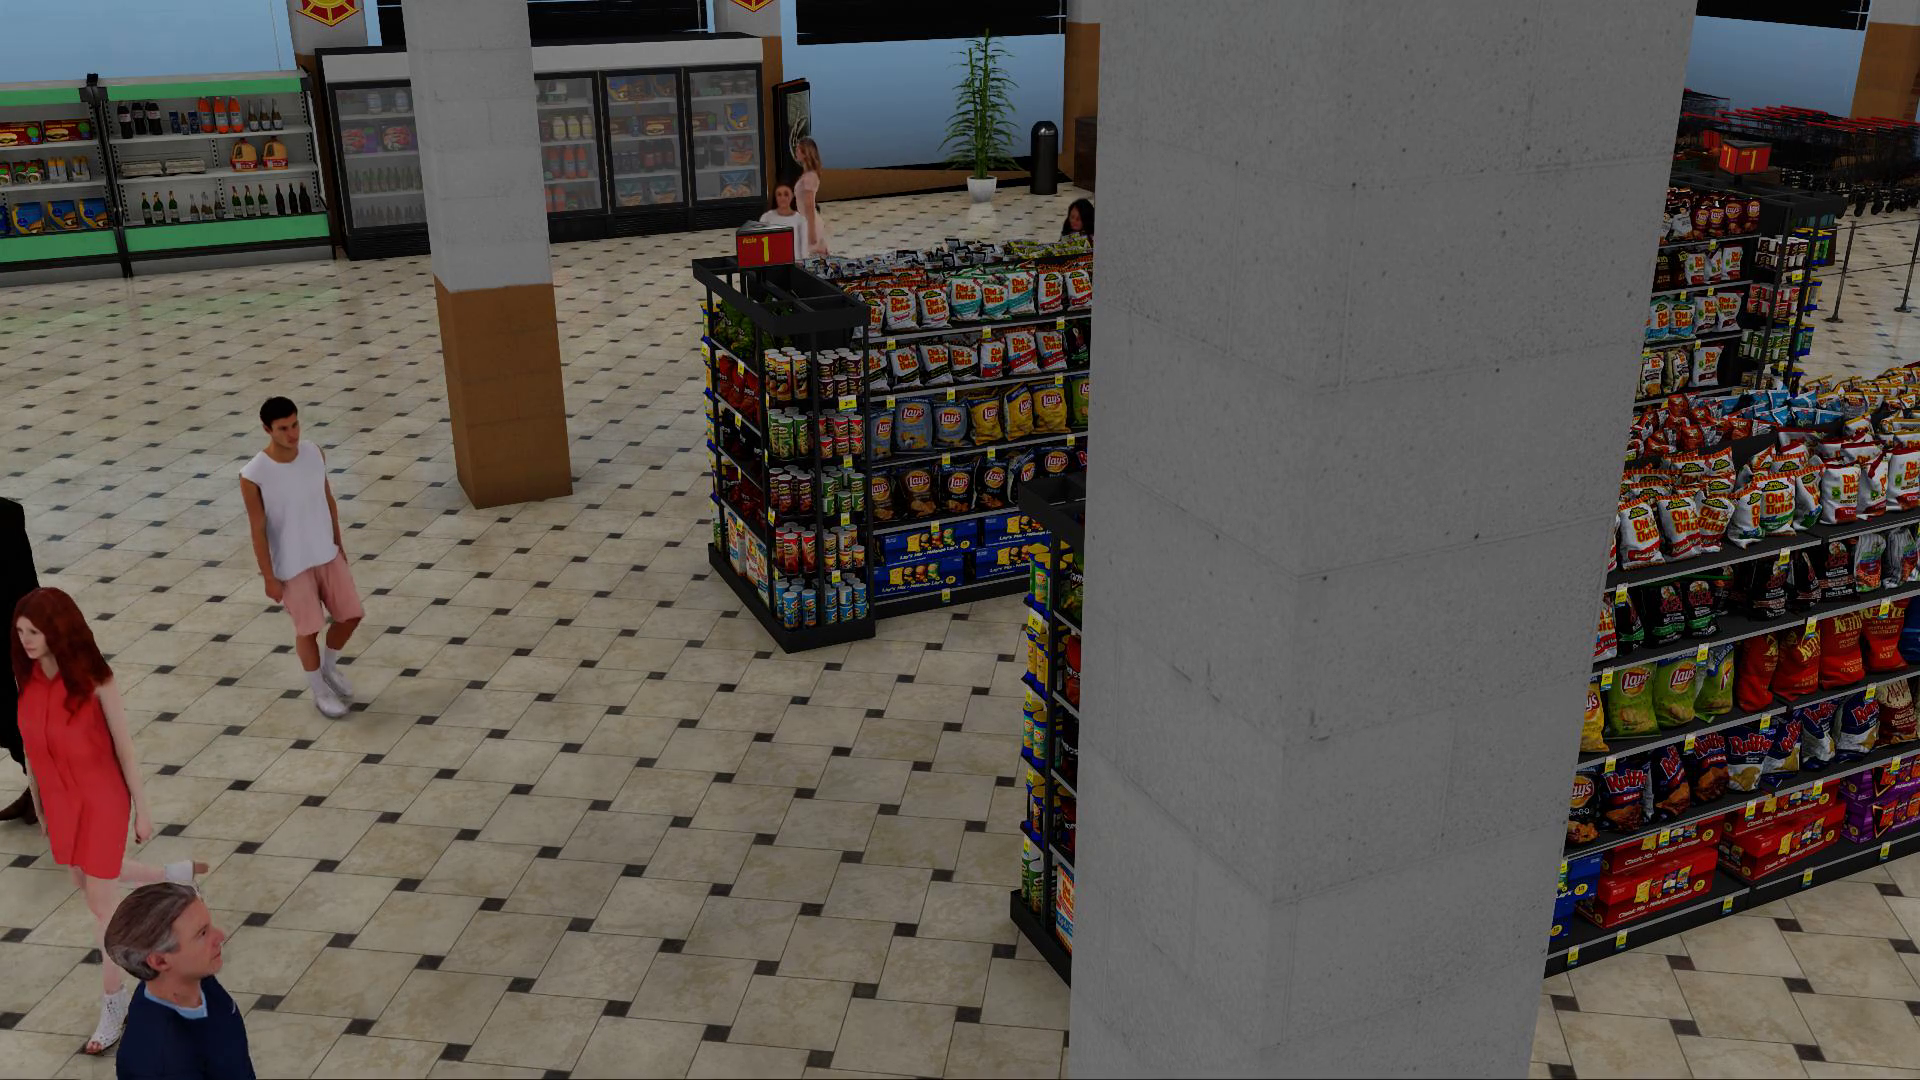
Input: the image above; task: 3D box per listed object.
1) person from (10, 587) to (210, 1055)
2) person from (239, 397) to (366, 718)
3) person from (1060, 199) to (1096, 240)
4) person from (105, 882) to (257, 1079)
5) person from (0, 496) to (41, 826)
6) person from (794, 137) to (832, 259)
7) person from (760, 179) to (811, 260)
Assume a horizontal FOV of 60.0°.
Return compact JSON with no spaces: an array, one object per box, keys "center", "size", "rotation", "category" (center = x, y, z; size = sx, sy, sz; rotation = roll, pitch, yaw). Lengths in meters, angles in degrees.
[{"center":[-3.249,0.991,6.336],"size":[1.083,1.805,1.074],"rotation":[5,22,12],"category":"person"},{"center":[-3.461,0.078,8.660],"size":[0.855,1.767,0.772],"rotation":[16,27,34],"category":"person"},{"center":[1.119,-2.216,14.619],"size":[0.848,1.581,0.774],"rotation":[-18,28,-37],"category":"person"},{"center":[-2.049,1.756,4.378],"size":[1.139,1.845,0.827],"rotation":[-4,22,-11],"category":"person"},{"center":[-4.376,0.404,7.692],"size":[0.850,1.883,0.897],"rotation":[9,24,22],"category":"person"},{"center":[-1.358,-2.981,16.249],"size":[1.205,1.784,0.994],"rotation":[2,22,6],"category":"person"},{"center":[-1.592,-2.396,14.959],"size":[1.092,1.660,0.997],"rotation":[2,22,4],"category":"person"}]
